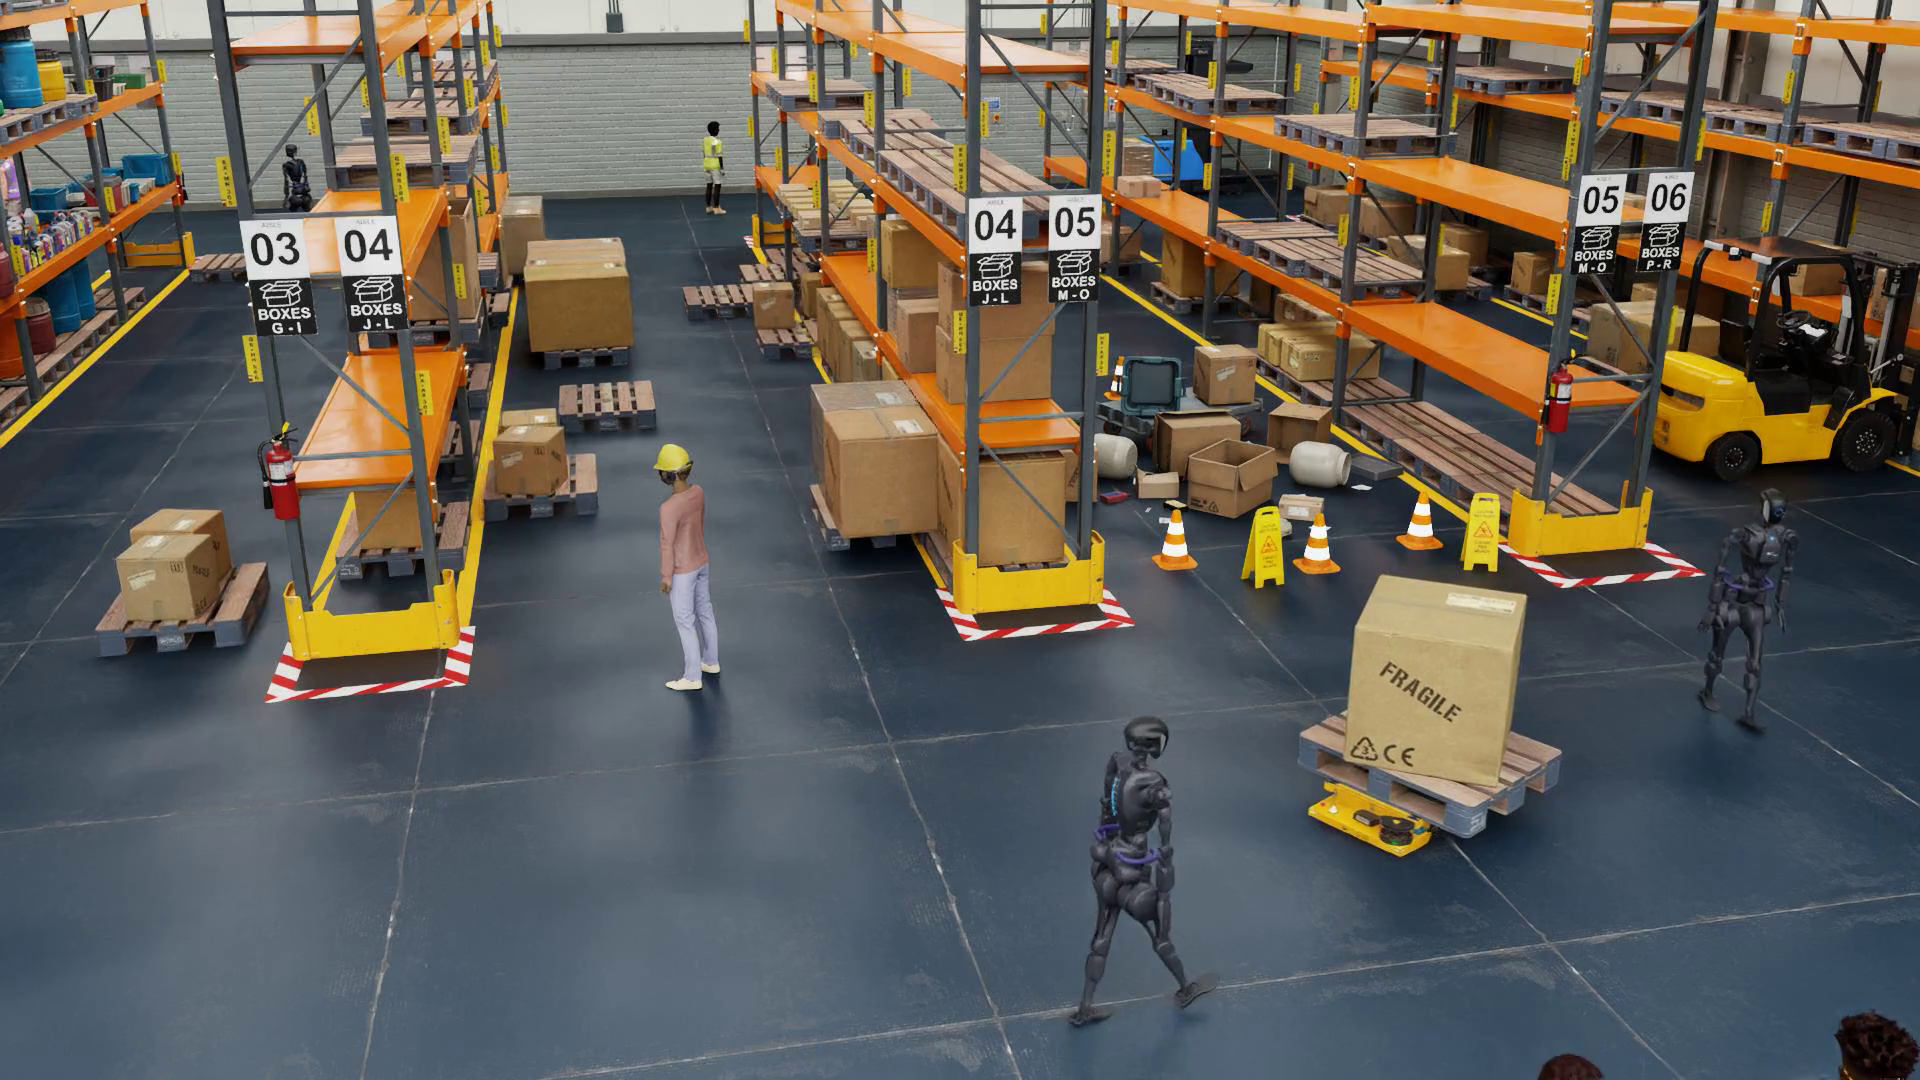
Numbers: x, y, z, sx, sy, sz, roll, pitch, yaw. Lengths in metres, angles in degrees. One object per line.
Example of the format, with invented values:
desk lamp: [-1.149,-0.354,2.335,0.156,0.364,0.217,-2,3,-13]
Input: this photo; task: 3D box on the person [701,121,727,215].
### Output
person: [-4.527,-6.839,30.580,0.537,1.687,0.319,17,26,38]

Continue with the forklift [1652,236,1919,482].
forklift: [8.013,-1.814,16.330,2.313,2.155,1.214,-4,21,-12]

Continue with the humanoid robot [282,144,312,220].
humanoid robot: [-11.023,-5.751,27.667,0.472,1.645,0.593,7,22,18]

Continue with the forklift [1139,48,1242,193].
forklift: [4.566,-8.313,32.860,1.873,2.768,1.129,-4,21,-12]

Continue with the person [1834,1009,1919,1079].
person: [2.815,2.347,5.486,0.644,1.935,0.463,-1,20,-4]

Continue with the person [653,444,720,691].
person: [-1.931,0.184,11.571,0.339,1.758,0.519,7,22,18]

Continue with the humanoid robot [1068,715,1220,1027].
humanoid robot: [0.871,1.561,8.023,0.754,1.628,0.597,-11,23,-27]

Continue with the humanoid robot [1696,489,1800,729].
humanoid robot: [5.215,0.438,11.018,0.595,1.632,0.661,-3,21,-7]

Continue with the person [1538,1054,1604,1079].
person: [1.847,2.443,5.339,0.606,1.851,1.054,-2,20,-4]

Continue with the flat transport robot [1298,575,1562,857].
flat transport robot: [2.844,1.507,10.144,1.431,0.231,0.659,-17,26,-39]

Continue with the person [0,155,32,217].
person: [-15.368,-5.562,27.145,0.348,1.688,0.491,11,23,28]
